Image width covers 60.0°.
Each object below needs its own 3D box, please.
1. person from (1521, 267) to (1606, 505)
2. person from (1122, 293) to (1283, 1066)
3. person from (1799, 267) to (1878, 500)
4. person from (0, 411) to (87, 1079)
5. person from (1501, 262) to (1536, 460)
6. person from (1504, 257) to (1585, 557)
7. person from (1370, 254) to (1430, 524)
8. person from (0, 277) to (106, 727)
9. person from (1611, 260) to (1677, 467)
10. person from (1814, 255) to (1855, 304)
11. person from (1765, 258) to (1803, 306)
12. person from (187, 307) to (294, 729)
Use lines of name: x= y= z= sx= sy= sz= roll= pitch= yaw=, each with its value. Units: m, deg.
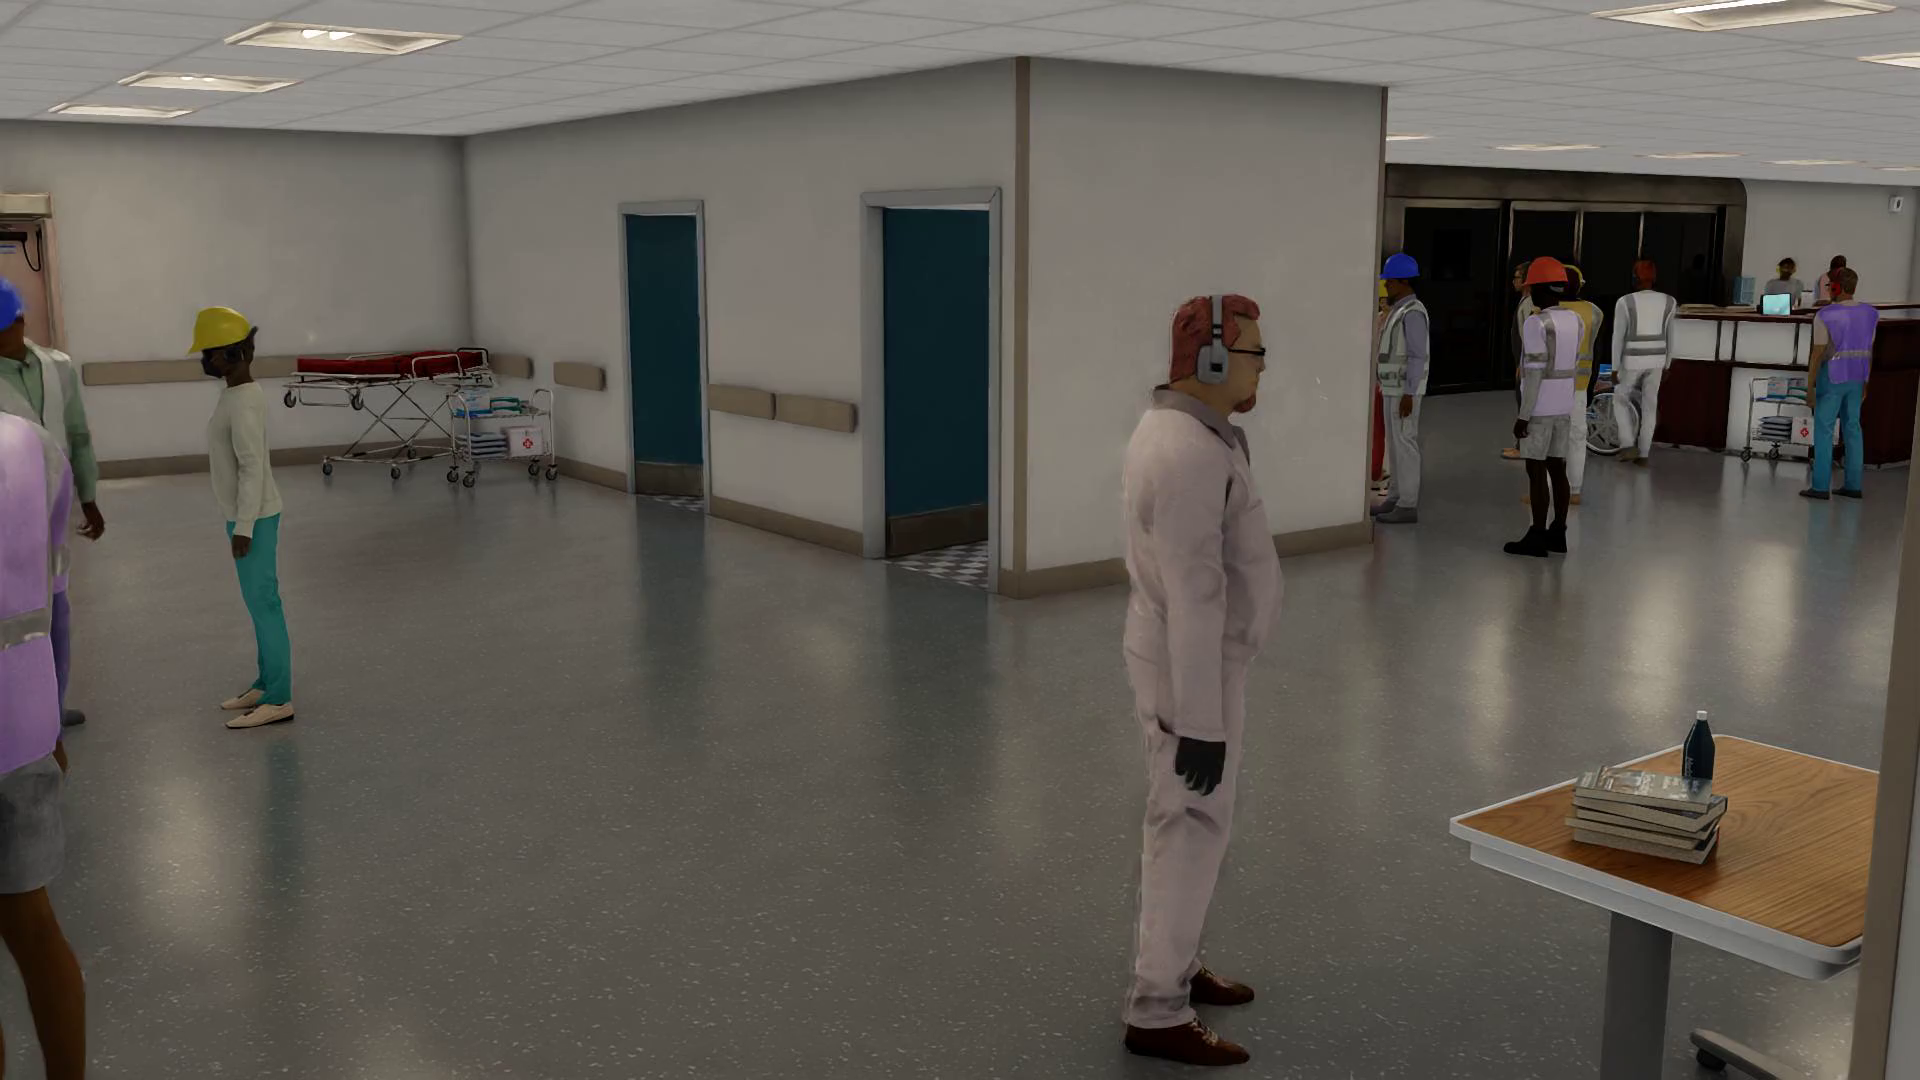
person: x=4.616 y=-1.175 z=12.832 sx=0.623 sy=1.844 sz=0.429 roll=-2 pitch=10 yaw=-10
person: x=0.609 y=0.340 z=4.214 sx=0.401 sy=1.900 sz=0.678 roll=0 pitch=10 yaw=2
person: x=6.961 y=-1.226 z=13.144 sx=0.571 sy=1.835 sz=0.382 roll=-2 pitch=10 yaw=-13
person: x=-2.066 y=0.414 z=3.402 sx=0.411 sy=2.033 sz=0.613 roll=1 pitch=10 yaw=8
person: x=5.290 y=-1.672 z=15.591 sx=0.330 sy=1.844 sz=0.520 roll=4 pitch=11 yaw=21
person: x=3.773 y=-0.860 z=10.796 sx=0.552 sy=1.932 sz=0.377 roll=-8 pitch=13 yaw=-37
person: x=3.191 y=-1.093 z=12.071 sx=0.397 sy=1.944 sz=0.617 roll=0 pitch=10 yaw=2
person: x=-3.807 y=-0.111 z=6.707 sx=0.495 sy=1.898 sz=0.661 roll=3 pitch=11 yaw=17
person: x=6.176 y=-1.586 z=15.053 sx=0.615 sy=1.872 sz=0.404 roll=0 pitch=10 yaw=2
person: x=13.151 y=-3.350 z=25.007 sx=0.429 sy=1.847 sz=0.625 roll=-5 pitch=11 yaw=-25
person: x=11.645 y=-3.079 z=23.582 sx=0.514 sy=1.805 sz=1.015 roll=3 pitch=11 yaw=18
person: x=-3.020 y=-0.094 z=6.997 sx=0.319 sy=1.763 sz=0.522 roll=-5 pitch=11 yaw=-25
